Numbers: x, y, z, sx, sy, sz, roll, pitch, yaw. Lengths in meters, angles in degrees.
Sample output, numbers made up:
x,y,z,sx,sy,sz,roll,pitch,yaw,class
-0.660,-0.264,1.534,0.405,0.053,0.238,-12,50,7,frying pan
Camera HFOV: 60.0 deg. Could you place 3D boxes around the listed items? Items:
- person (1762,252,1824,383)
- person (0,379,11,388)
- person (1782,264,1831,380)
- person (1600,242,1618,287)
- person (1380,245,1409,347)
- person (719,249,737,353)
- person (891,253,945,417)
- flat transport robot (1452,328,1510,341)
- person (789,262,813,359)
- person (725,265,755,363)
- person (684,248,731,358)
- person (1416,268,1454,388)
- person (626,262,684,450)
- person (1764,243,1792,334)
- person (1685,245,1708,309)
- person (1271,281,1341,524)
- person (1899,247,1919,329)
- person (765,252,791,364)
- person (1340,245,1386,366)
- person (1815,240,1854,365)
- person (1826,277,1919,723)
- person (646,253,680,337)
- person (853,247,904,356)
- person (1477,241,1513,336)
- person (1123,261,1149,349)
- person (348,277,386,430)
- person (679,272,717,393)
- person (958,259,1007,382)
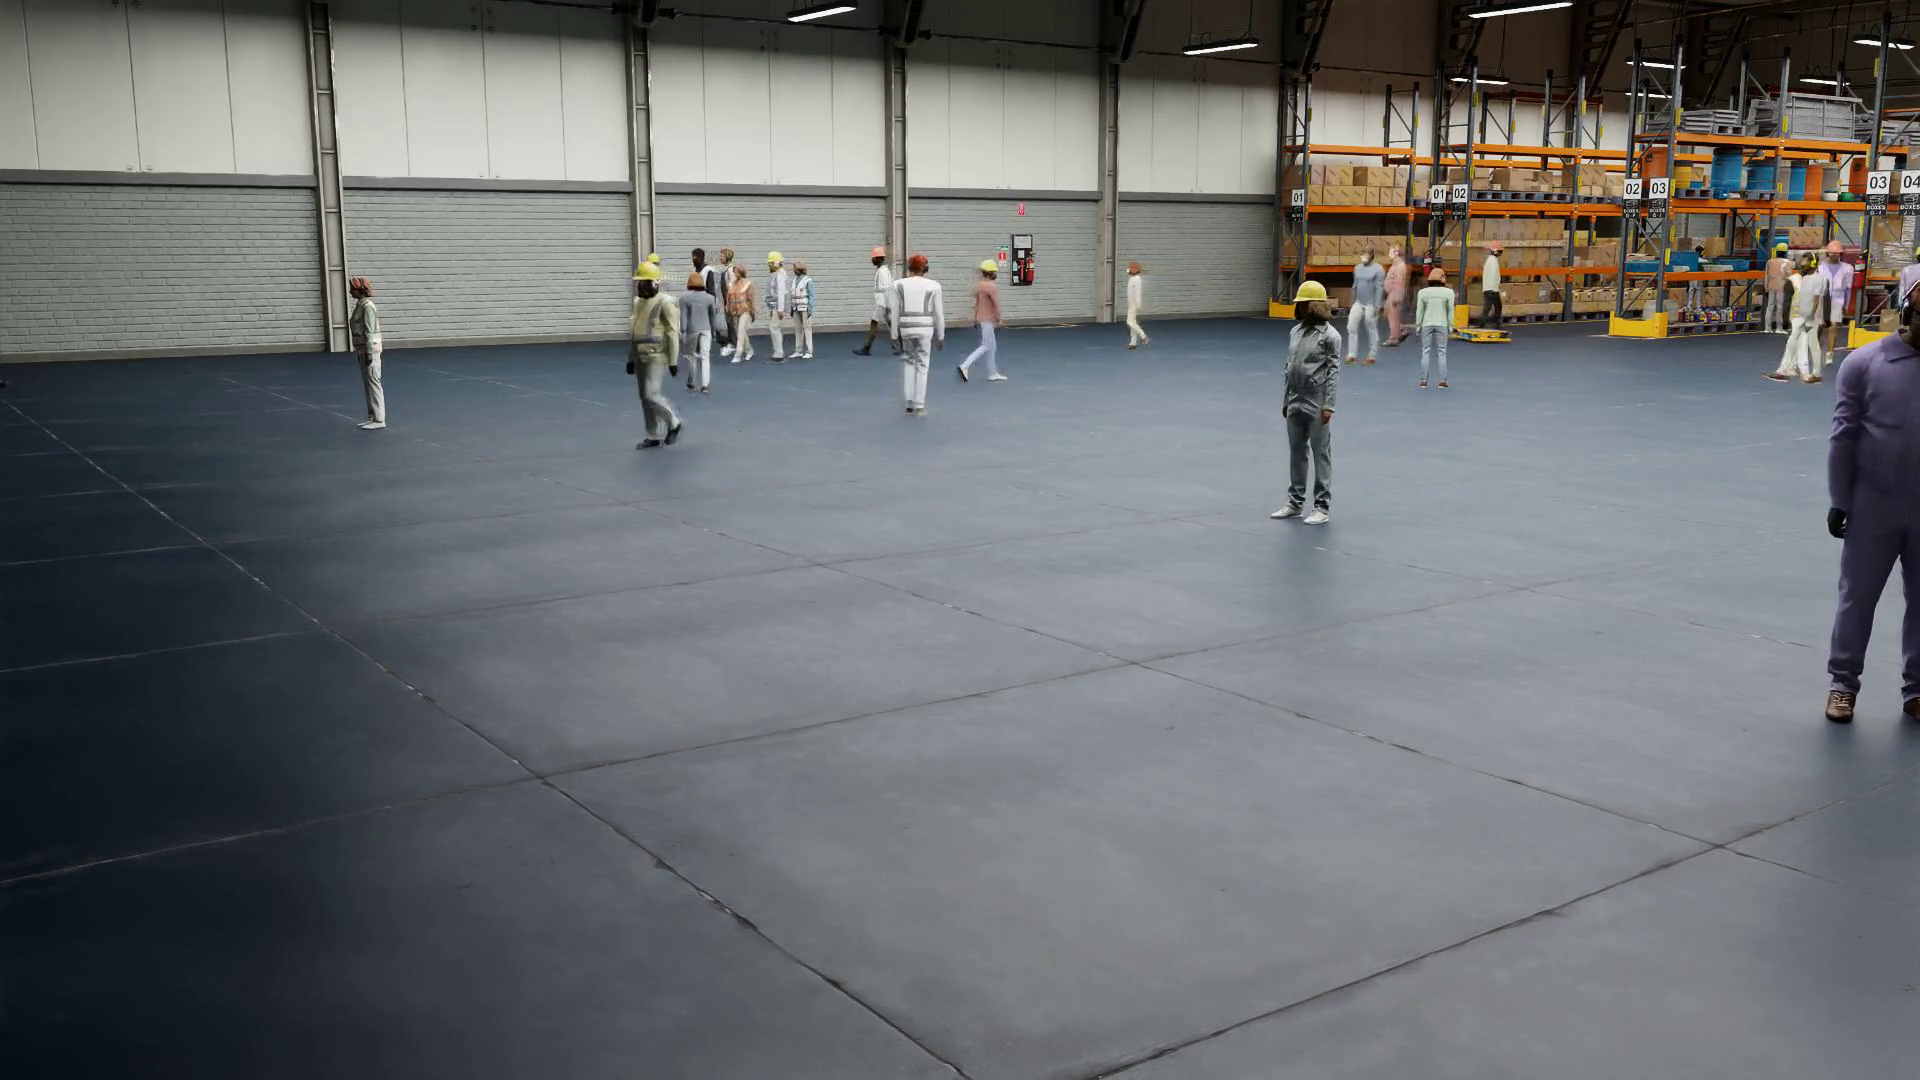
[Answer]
x,y,z,sx,sy,sz,roll,pitch,yaw,class
11.768,-3.109,23.343,0.859,1.838,0.554,0,10,-2,person
-13.200,-2.880,22.018,0.593,1.880,1.015,7,12,33,person
12.278,-3.238,24.204,0.609,1.795,0.974,0,10,-2,person
17.402,-6.957,44.268,0.786,1.911,0.550,-7,13,-35,person
8.159,-4.568,31.191,0.451,1.893,0.671,2,10,10,person
-4.113,-4.246,29.570,0.344,1.847,0.504,-3,11,-15,person
-0.473,-2.364,19.176,0.616,1.866,0.549,2,11,11,person
10.277,-4.050,32.814,0.652,0.197,1.431,0,10,-3,flat transport robot
-2.689,-3.894,28.216,0.522,1.636,0.310,10,14,42,person
-3.607,-3.749,27.526,0.517,1.610,0.809,6,12,31,person
-4.342,-4.067,28.532,0.925,1.878,0.600,-7,13,-35,person
6.494,-2.896,22.751,0.499,1.633,0.288,4,11,22,person
-2.992,-1.772,16.074,0.429,1.815,0.601,-10,14,-44,person
17.372,-5.336,35.312,0.354,1.930,0.594,-6,12,-32,person
16.803,-5.779,37.912,0.310,1.869,0.531,-9,13,-39,person
2.508,-0.988,11.993,0.295,1.744,0.485,-7,13,-35,person
16.416,-4.077,28.474,0.442,1.910,0.592,-9,13,-39,person
-2.982,-3.777,27.100,0.453,1.811,0.619,-1,10,-6,person
6.420,-3.726,26.515,0.764,1.911,0.648,-7,13,-35,person
14.110,-3.857,27.003,0.617,2.019,0.879,4,11,22,person
3.994,-0.156,6.998,0.638,1.903,0.408,3,11,16,person
-5.616,-4.467,31.024,0.656,1.747,0.536,-2,11,-11,person
-1.321,-4.112,28.785,0.976,1.884,0.563,0,10,1,person
11.001,-5.113,33.981,0.859,1.964,0.659,2,11,12,person
3.189,-4.294,30.451,0.389,1.625,0.512,-1,10,-6,person
-6.371,-2.003,17.869,0.316,1.629,0.509,-6,12,-32,person
-3.478,-2.758,22.119,0.515,1.577,0.879,-4,11,-20,person
0.322,-3.118,23.685,0.758,1.738,0.522,-4,11,-21,person
